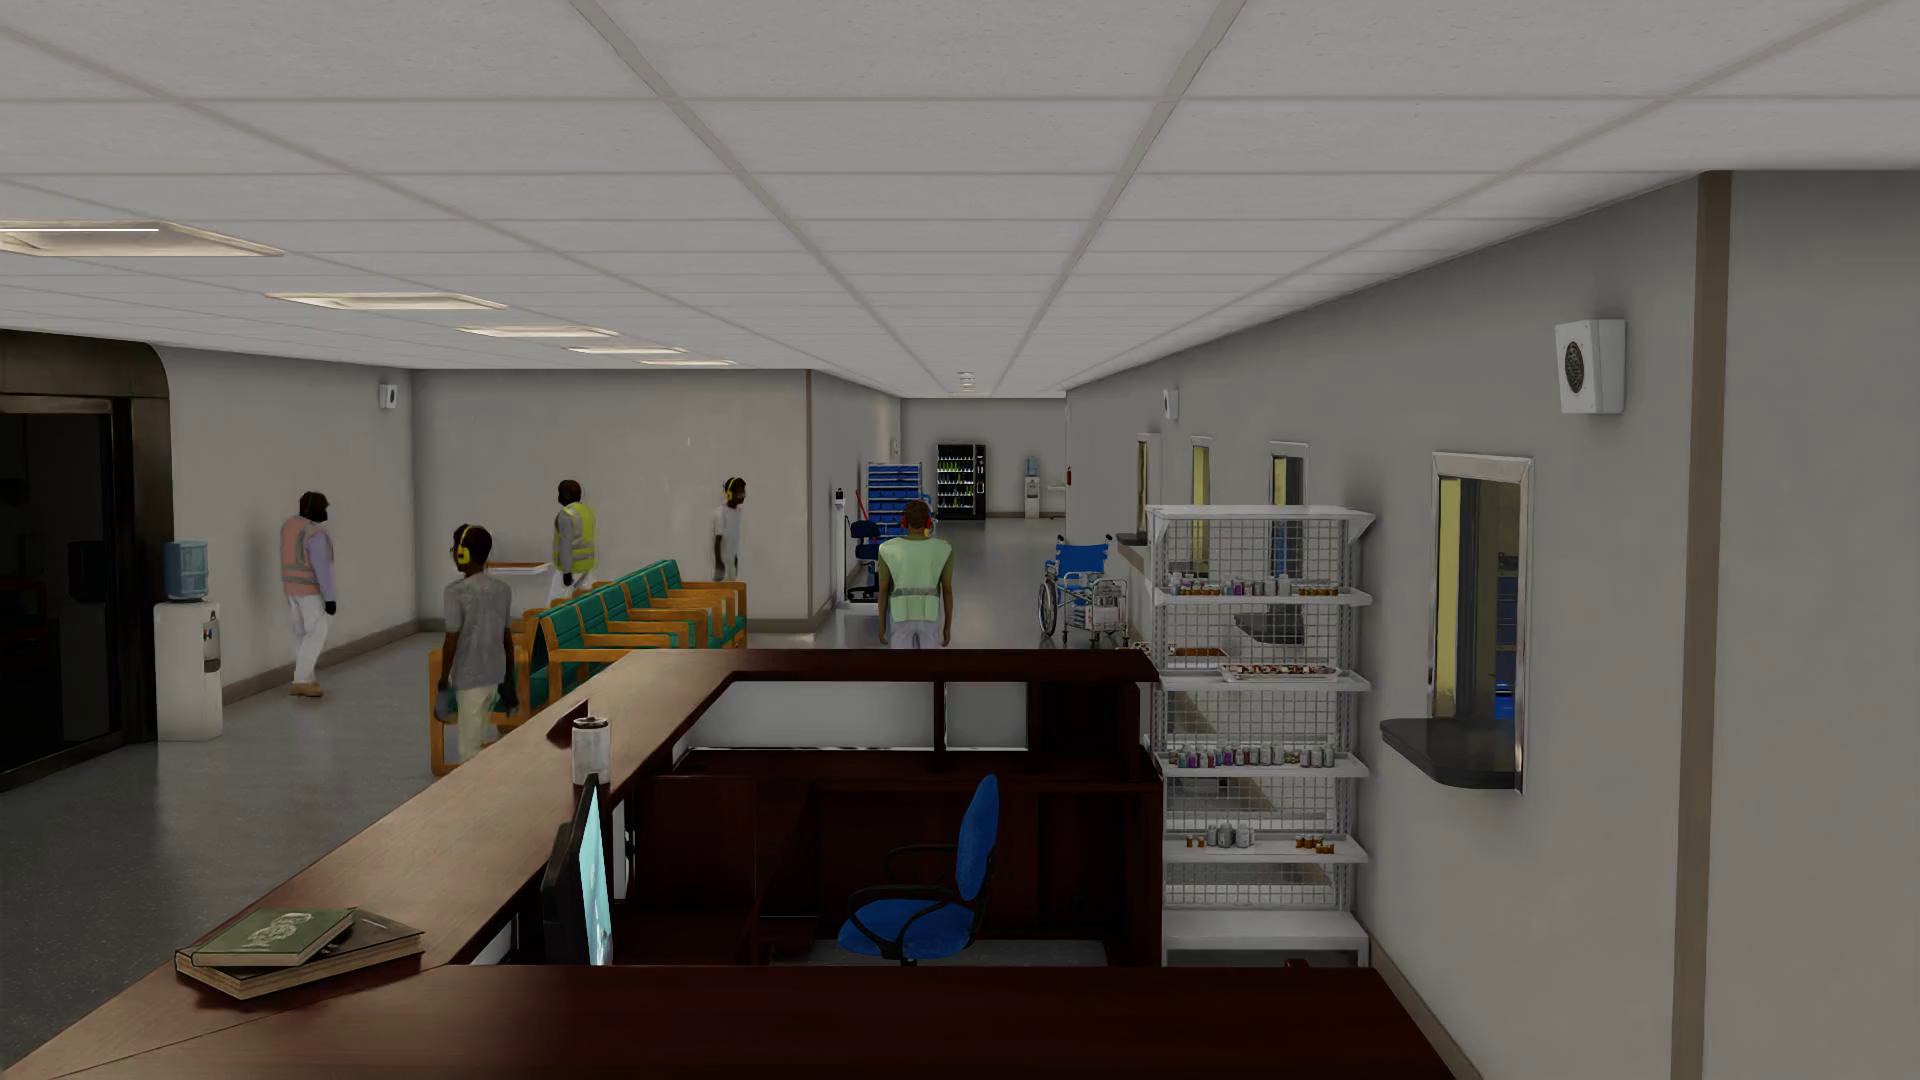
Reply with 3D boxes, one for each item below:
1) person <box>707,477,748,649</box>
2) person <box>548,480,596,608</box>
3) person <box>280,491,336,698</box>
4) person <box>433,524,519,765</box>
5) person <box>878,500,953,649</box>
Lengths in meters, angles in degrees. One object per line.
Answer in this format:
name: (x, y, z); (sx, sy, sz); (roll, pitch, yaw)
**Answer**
person: (-2.509, 0.253, 17.522); (0.624, 1.839, 0.534); (2, 4, 20)
person: (-4.089, 0.288, 17.181); (0.798, 1.813, 0.644); (1, 4, 16)
person: (-5.747, 0.477, 14.641); (0.725, 1.810, 0.504); (4, 5, 42)
person: (-2.705, 0.828, 9.469); (0.821, 1.847, 0.522); (2, 4, 22)
person: (-0.327, 0.622, 12.373); (0.560, 1.839, 0.394); (-1, 4, -7)
